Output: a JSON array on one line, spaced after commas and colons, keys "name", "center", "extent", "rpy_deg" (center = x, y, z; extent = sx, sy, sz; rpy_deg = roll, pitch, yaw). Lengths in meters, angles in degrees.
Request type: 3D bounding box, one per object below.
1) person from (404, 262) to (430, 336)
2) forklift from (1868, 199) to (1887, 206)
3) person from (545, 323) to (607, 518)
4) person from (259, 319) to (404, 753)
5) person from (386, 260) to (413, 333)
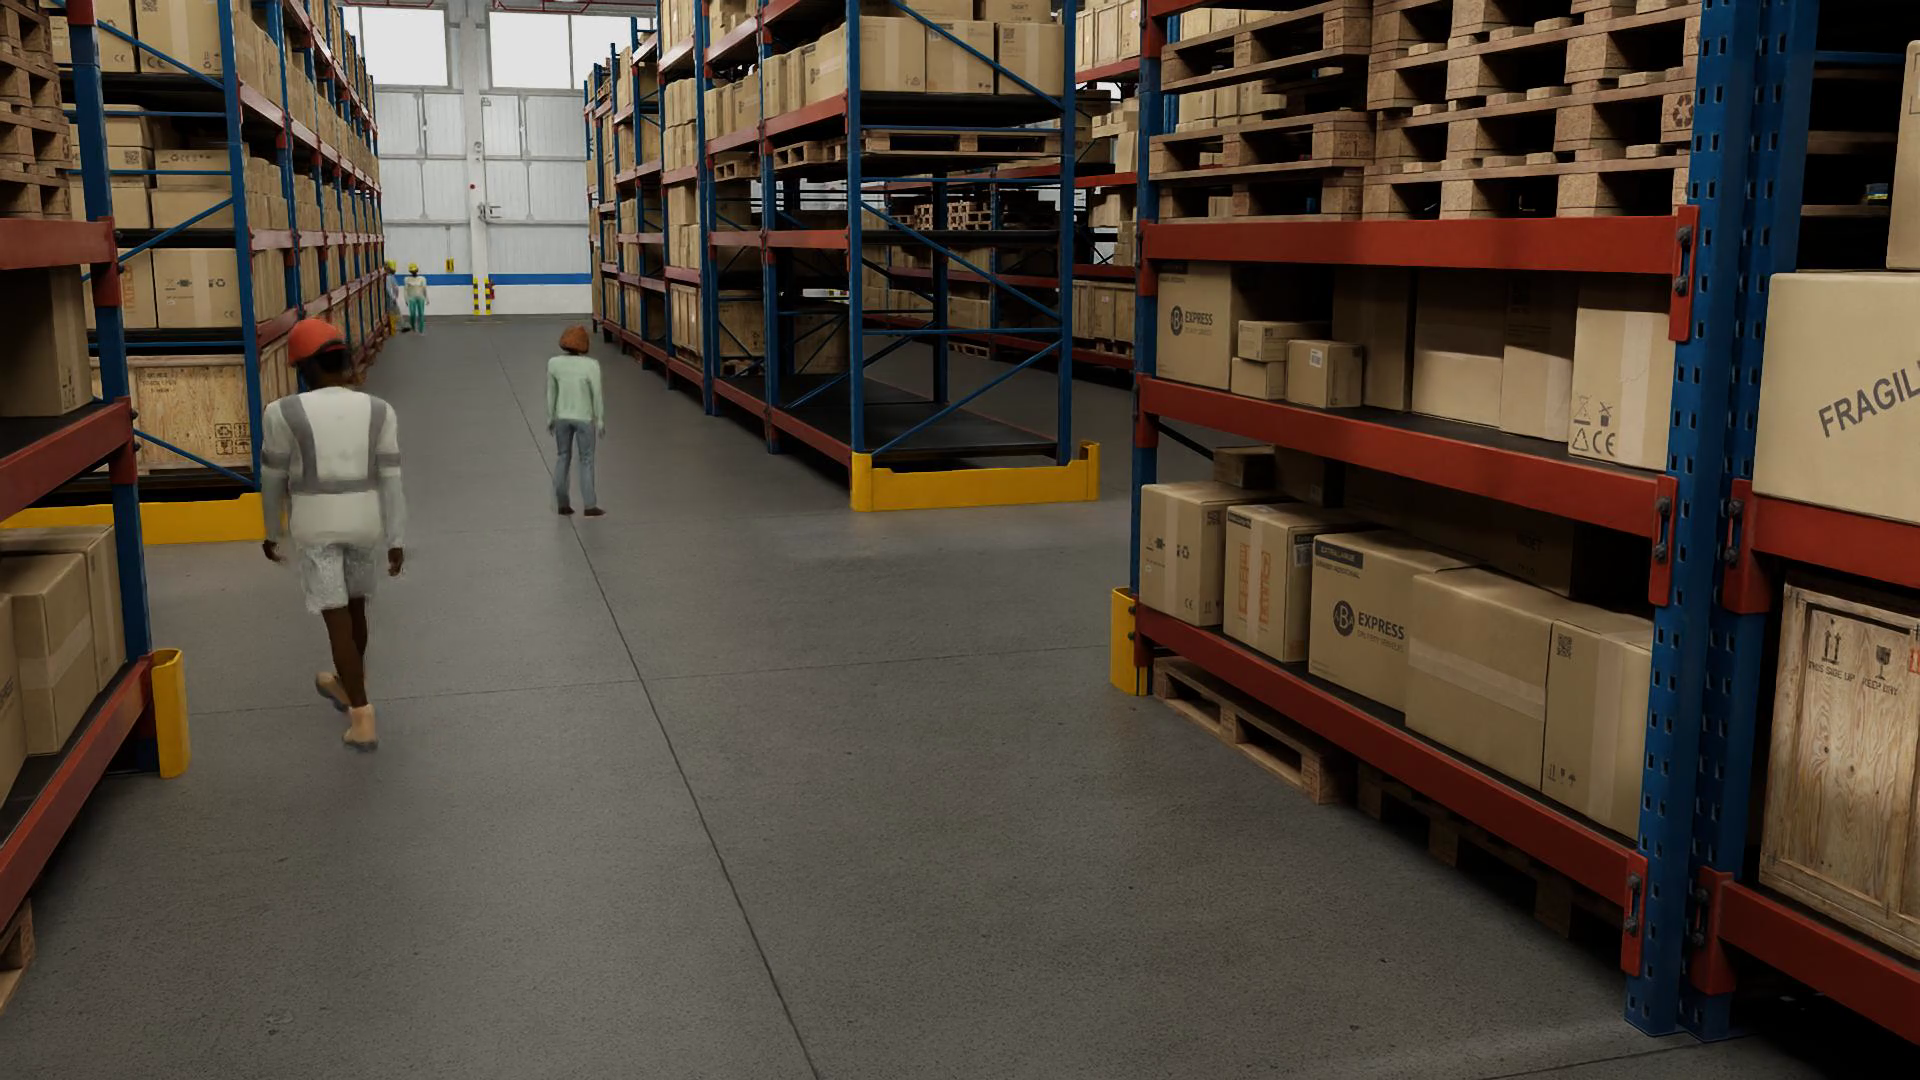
[{"name": "person", "center": [-12.883, -5.702, 39.459], "extent": [0.541, 1.745, 0.512], "rpy_deg": [-4, 11, -22]}, {"name": "forklift", "center": [11.338, -2.915, 21.052], "extent": [1.129, 2.768, 1.873], "rpy_deg": [-3, 11, -17]}, {"name": "person", "center": [-3.224, -0.999, 13.970], "extent": [0.507, 1.630, 0.268], "rpy_deg": [3, 11, 14]}, {"name": "person", "center": [-2.947, -0.044, 7.831], "extent": [0.595, 1.981, 1.044], "rpy_deg": [-9, 14, -41]}, {"name": "person", "center": [-13.814, -5.905, 40.474], "extent": [0.774, 1.771, 0.662], "rpy_deg": [-2, 11, -11]}]
